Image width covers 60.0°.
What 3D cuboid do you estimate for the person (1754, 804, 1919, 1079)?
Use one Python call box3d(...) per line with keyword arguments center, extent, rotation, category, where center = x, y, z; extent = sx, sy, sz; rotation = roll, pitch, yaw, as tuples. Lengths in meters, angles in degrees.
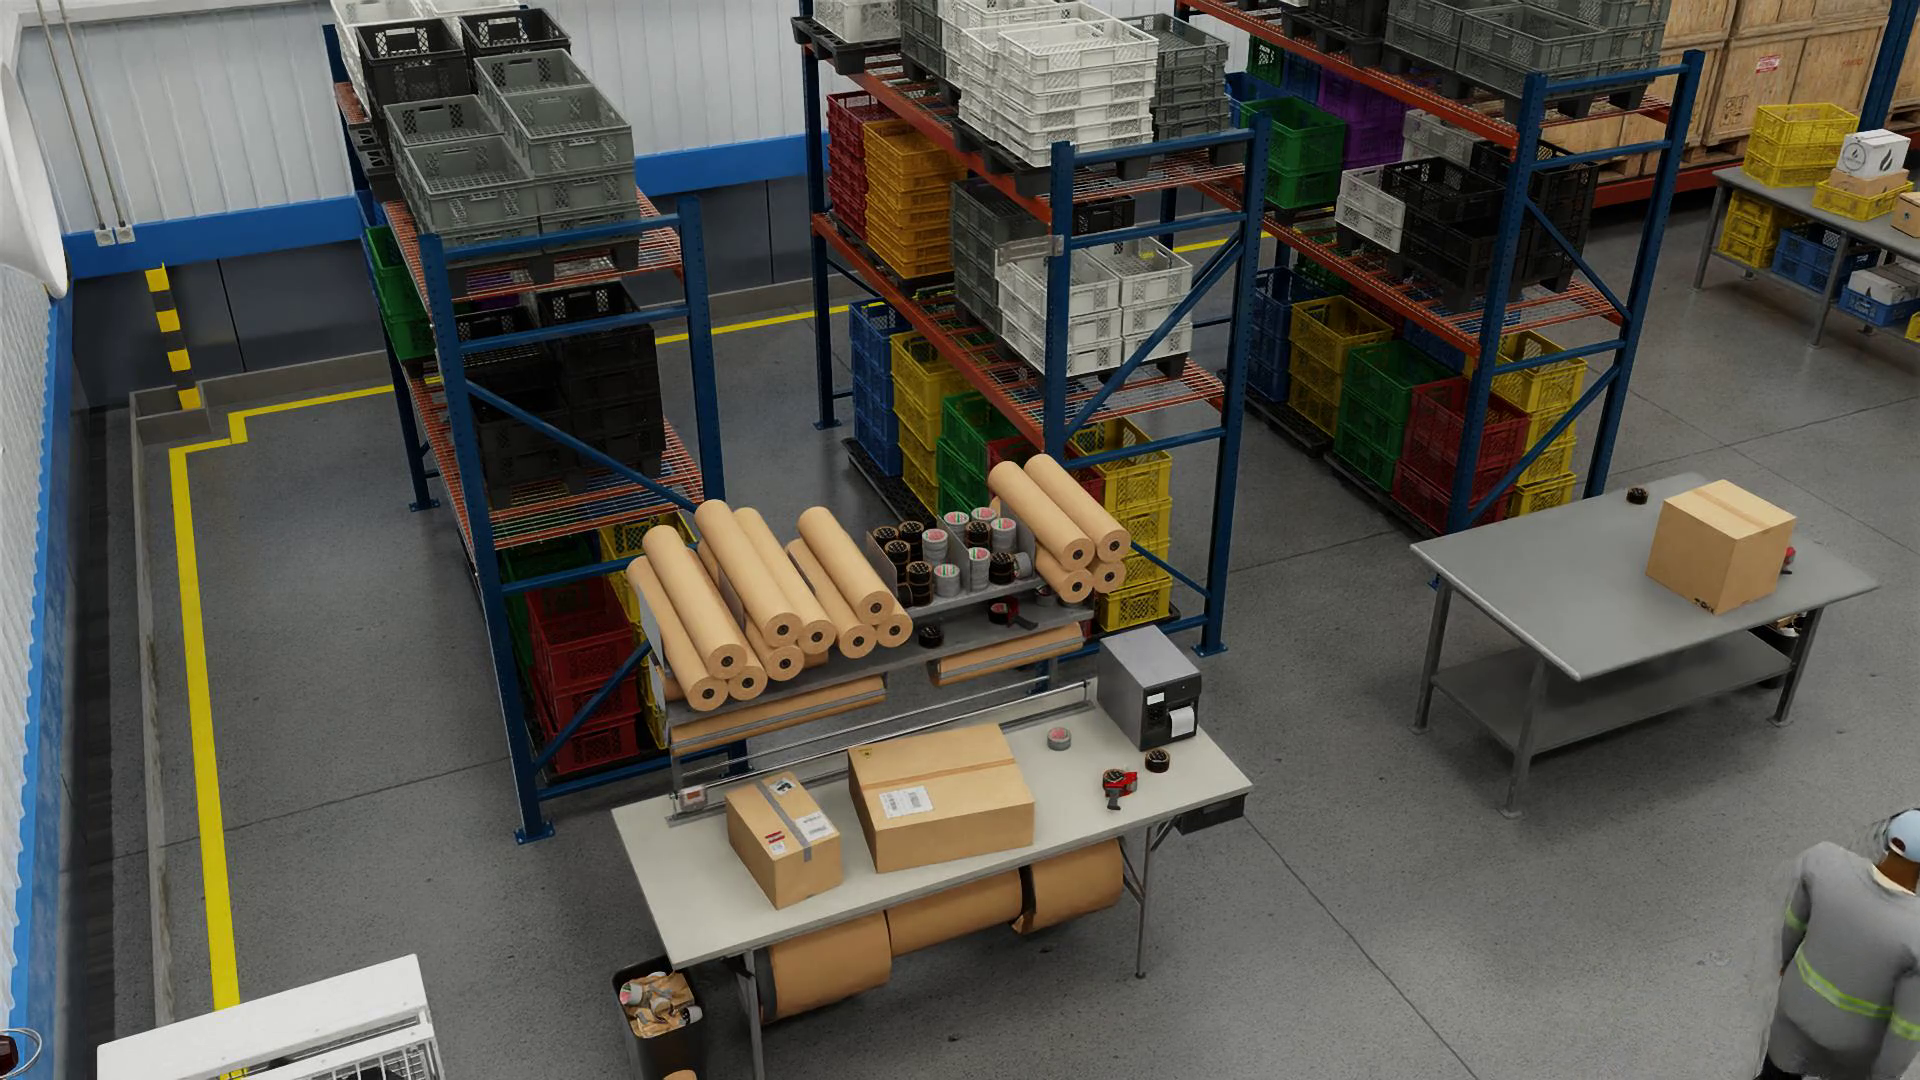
box3d(center=(3.126, 1.631, 5.832), extent=(0.728, 1.826, 0.603), rotation=(-18, 36, -26), category="person")
